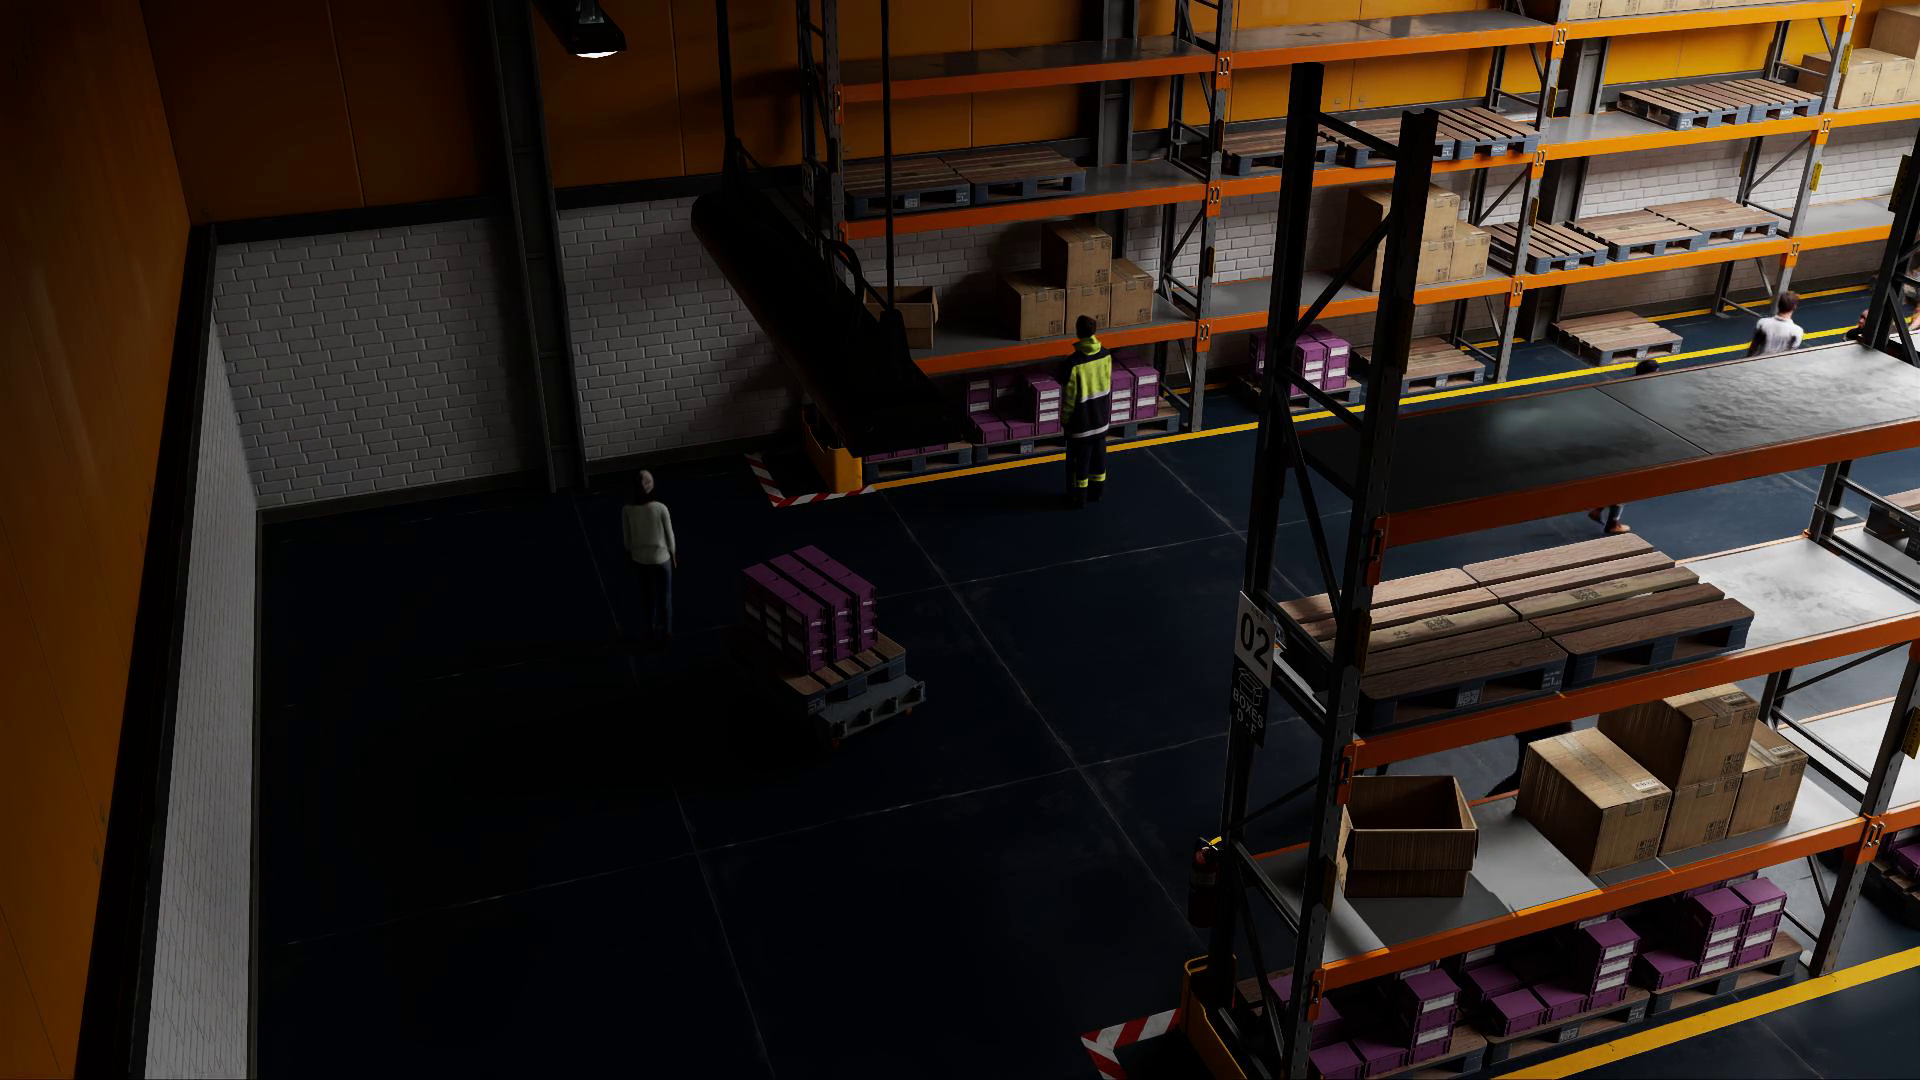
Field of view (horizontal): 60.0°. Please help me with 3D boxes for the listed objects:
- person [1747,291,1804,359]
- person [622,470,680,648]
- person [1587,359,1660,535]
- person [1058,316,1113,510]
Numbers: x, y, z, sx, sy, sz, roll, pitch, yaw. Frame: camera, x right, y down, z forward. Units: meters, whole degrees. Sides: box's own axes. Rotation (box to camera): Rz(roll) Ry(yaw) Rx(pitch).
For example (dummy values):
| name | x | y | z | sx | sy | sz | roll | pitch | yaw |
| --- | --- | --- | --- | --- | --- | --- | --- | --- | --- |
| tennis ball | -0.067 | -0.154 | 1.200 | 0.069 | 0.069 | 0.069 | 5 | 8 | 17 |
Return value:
| name | x | y | z | sx | sy | sz | roll | pitch | yaw |
| --- | --- | --- | --- | --- | --- | --- | --- | --- | --- |
| person | 8.328 | -1.629 | 17.254 | 1.092 | 1.799 | 1.356 | 22 | 36 | 35 |
| person | -2.630 | 0.146 | 14.150 | 0.678 | 1.655 | 0.749 | 0 | 29 | 1 |
| person | 6.289 | -0.870 | 15.829 | 0.680 | 1.830 | 0.702 | -7 | 29 | -13 |
| person | 1.238 | -1.272 | 16.413 | 0.723 | 1.977 | 0.909 | -21 | 35 | -34 |
